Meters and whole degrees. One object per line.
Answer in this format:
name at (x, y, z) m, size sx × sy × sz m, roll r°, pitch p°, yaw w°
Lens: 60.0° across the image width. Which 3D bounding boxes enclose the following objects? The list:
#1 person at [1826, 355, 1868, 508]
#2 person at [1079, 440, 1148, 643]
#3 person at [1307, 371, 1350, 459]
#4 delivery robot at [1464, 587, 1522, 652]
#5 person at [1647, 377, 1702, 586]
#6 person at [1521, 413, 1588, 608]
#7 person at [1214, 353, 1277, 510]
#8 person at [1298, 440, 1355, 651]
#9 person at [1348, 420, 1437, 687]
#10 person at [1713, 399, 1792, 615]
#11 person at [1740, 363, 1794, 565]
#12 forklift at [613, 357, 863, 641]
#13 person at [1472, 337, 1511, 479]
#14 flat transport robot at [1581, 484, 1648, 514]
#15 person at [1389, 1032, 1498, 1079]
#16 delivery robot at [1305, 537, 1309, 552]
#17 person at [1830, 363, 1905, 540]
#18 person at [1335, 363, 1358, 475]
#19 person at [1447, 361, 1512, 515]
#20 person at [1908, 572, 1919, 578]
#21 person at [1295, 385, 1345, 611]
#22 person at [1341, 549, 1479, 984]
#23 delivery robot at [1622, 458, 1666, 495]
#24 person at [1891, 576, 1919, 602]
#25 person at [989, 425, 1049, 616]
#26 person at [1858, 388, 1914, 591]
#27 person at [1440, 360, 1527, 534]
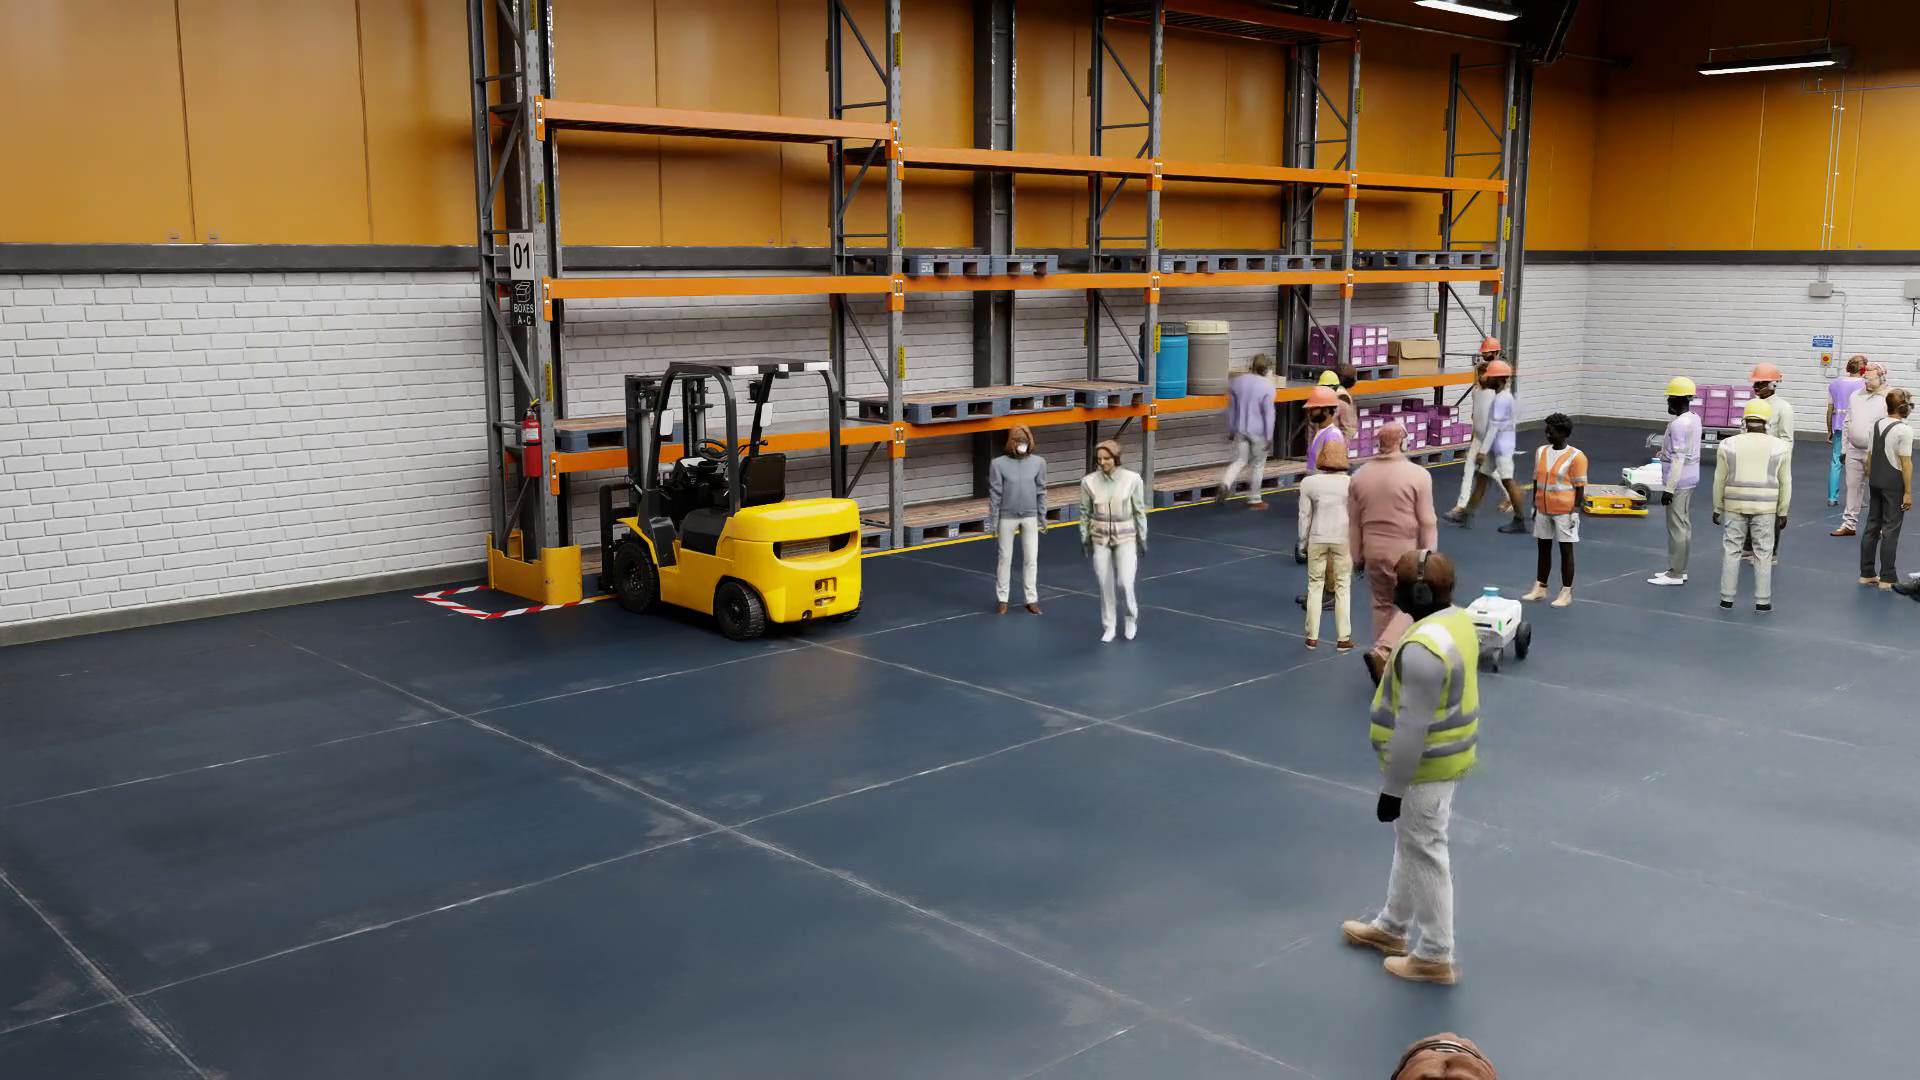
person at (10.742, -1.301, 20.064) m, size 0.386 × 1.845 × 0.568 m, roll -9°, pitch 13°, yaw -41°
person at (1.195, 0.016, 13.013) m, size 0.531 × 1.614 × 0.383 m, roll 3°, pitch 10°, yaw 19°
person at (4.092, -1.004, 18.557) m, size 0.315 × 1.769 × 0.524 m, roll -9°, pitch 13°, yaw -41°
delivery robot at (3.965, 0.598, 12.449) m, size 0.477 × 0.478 × 0.707 m, roll 6°, pitch 11°, yaw 29°
person at (6.619, -0.539, 15.365) m, size 0.367 × 1.927 × 0.590 m, roll 7°, pitch 12°, yaw 35°
person at (5.164, -0.259, 14.403) m, size 0.322 × 1.694 × 0.536 m, roll -6°, pitch 11°, yaw -30°
person at (3.402, -1.254, 19.649) m, size 0.670 × 1.901 × 0.819 m, roll 9°, pitch 13°, yaw 43°
person at (2.861, 0.042, 12.824) m, size 0.507 × 1.633 × 0.280 m, roll 3°, pitch 10°, yaw 20°
person at (3.030, 0.106, 11.691) m, size 0.661 × 1.895 × 0.681 m, roll -8°, pitch 13°, yaw -40°
person at (6.727, -0.282, 14.148) m, size 0.600 × 1.827 × 0.403 m, roll 5°, pitch 11°, yaw 28°
person at (7.883, -0.743, 16.361) m, size 0.395 × 1.993 × 0.614 m, roll -3°, pitch 10°, yaw -15°
forklift at (-1.847, -0.414, 13.852) m, size 1.214 × 2.155 × 2.313 m, roll -9°, pitch 13°, yaw -42°
person at (7.225, -1.797, 22.713) m, size 0.376 × 1.934 × 0.547 m, roll -8°, pitch 13°, yaw -39°
flat transport robot at (7.756, -0.502, 19.994) m, size 0.652 × 0.197 × 1.431 m, roll 1°, pitch 10°, yaw 9°
person at (0.864, 1.698, 3.105) m, size 0.514 × 1.642 × 0.310 m, roll 1°, pitch 10°, yaw 7°
delivery robot at (3.680, -0.091, 16.480) m, size 0.477 × 0.478 × 0.707 m, roll 6°, pitch 11°, yaw 31°
person at (9.725, -0.943, 17.814) m, size 0.407 × 1.902 × 0.639 m, roll -6°, pitch 11°, yaw -30°
person at (4.358, -1.152, 19.303) m, size 0.504 × 1.809 × 0.655 m, roll 1°, pitch 10°, yaw 4°
person at (6.213, -1.190, 19.506) m, size 0.907 × 1.831 × 0.540 m, roll -5°, pitch 11°, yaw -27°
person at (9.156, -0.534, 15.376) m, size 0.395 × 1.915 × 0.587 m, roll 1°, pitch 10°, yaw 7°
person at (3.093, -0.356, 14.271) m, size 0.370 × 1.935 × 0.548 m, roll 0°, pitch 10°, yaw 2°
person at (1.904, 0.943, 6.992) m, size 0.492 × 1.843 × 0.645 m, roll 5°, pitch 11°, yaw 27°
delivery robot at (8.522, -0.759, 20.391) m, size 0.707 × 0.478 × 0.477 m, roll 1°, pitch 10°, yaw 7°
person at (8.685, -0.335, 14.365) m, size 0.975 × 1.858 × 0.613 m, roll 4°, pitch 11°, yaw 23°
person at (0.506, -0.159, 14.067) m, size 0.528 × 1.615 × 0.502 m, roll -2°, pitch 10°, yaw -14°
person at (8.465, -0.458, 15.138) m, size 0.345 × 1.844 × 0.506 m, roll -2°, pitch 10°, yaw -11°
person at (5.799, -1.013, 18.233) m, size 0.965 × 1.887 × 0.571 m, roll 3°, pitch 10°, yaw 15°
